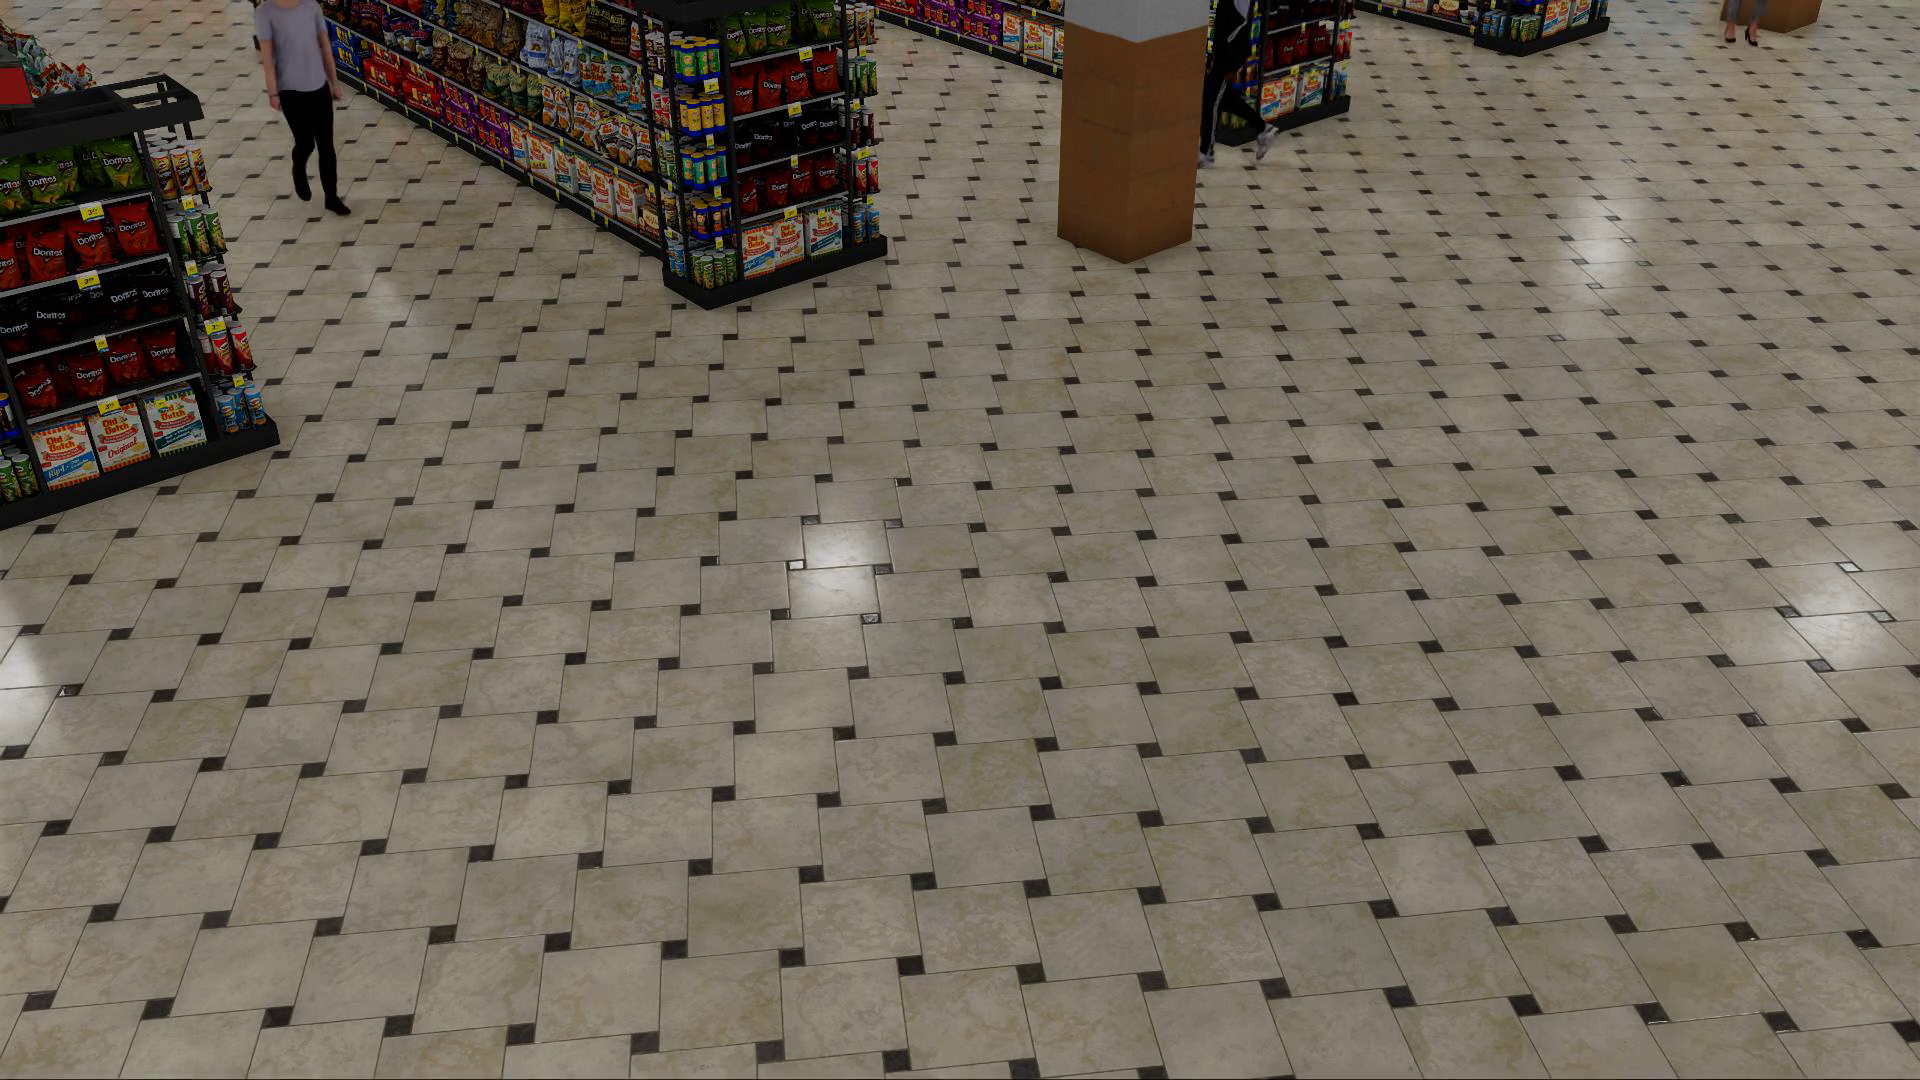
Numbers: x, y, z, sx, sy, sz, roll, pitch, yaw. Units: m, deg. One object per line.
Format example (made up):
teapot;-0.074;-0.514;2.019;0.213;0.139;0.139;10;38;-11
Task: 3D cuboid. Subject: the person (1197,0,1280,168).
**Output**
person;2.199;-3.817;13.046;1.131;1.804;1.029;4;32;7

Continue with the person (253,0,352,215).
person;-4.850;-3.321;12.200;0.694;1.855;0.820;-26;40;-35

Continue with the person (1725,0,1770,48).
person;7.714;-5.680;16.177;0.800;1.658;0.858;2;32;3
